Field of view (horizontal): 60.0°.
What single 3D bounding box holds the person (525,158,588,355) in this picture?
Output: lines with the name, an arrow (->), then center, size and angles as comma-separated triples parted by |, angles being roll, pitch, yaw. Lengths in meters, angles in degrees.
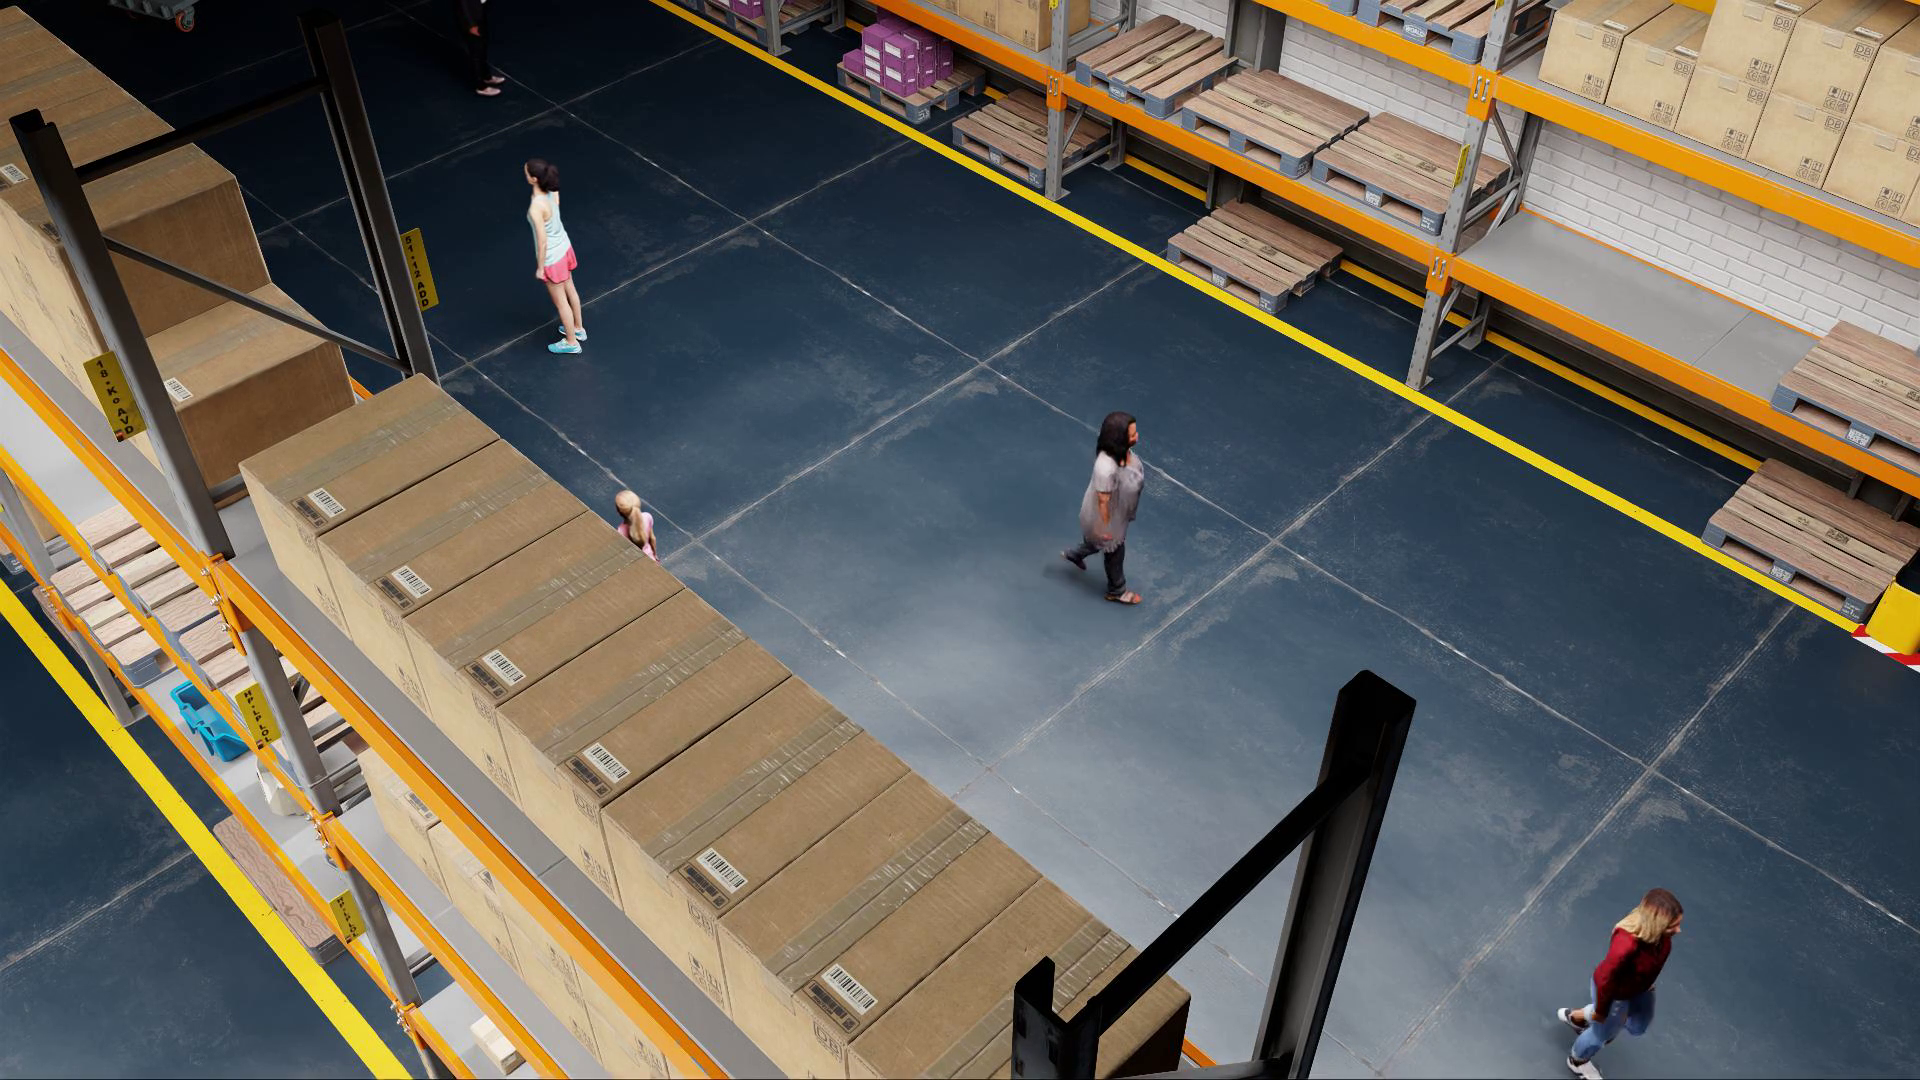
person -> -3.257, -2.279, 13.316 | 0.742, 1.765, 0.700 | 8, 44, 8

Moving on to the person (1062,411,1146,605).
person -> 0.965, -0.231, 11.291 | 0.966, 1.593, 0.872 | 8, 44, 8

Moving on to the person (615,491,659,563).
person -> -2.142, 0.170, 11.103 | 0.492, 1.272, 0.471 | 33, 53, 30

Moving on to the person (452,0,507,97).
person -> -4.848, -5.205, 16.499 | 0.812, 1.613, 0.761 | 3, 44, 3

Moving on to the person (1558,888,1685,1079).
person -> 3.385, 2.269, 8.647 | 0.621, 1.620, 0.666 | -31, 52, -29
